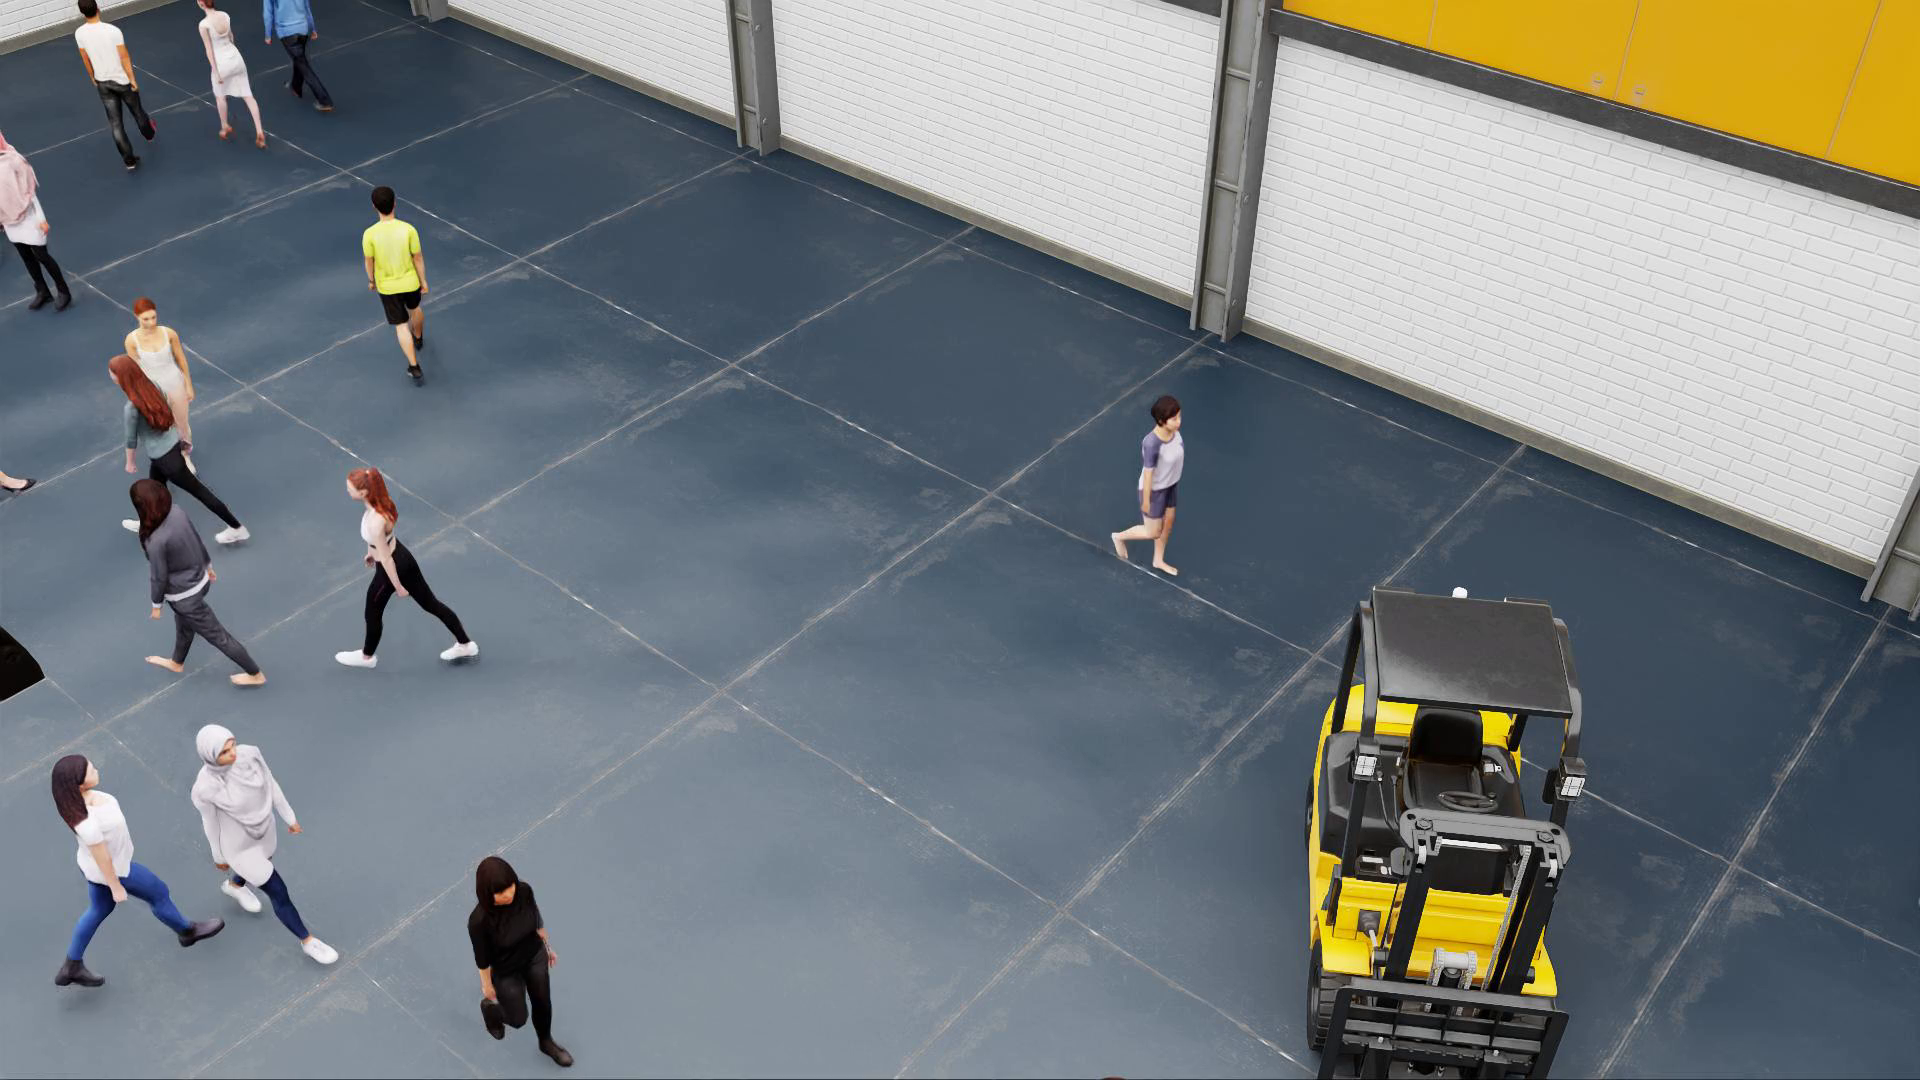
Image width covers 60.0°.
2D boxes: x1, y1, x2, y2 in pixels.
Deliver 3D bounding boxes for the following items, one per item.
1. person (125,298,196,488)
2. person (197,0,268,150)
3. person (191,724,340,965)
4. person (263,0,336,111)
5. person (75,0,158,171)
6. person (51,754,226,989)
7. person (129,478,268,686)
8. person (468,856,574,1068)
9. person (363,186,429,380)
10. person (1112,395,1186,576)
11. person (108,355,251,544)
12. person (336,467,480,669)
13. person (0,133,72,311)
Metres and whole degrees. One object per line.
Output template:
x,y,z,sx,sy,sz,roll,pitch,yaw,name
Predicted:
-6.329,-1.232,13.213,0.655,1.624,0.683,-21,43,-24,person
-7.775,-5.032,17.853,0.893,1.771,0.648,24,44,27,person
-4.106,1.676,9.481,1.220,1.737,0.830,16,41,19,person
-7.428,-5.674,18.656,1.179,1.770,0.748,23,44,26,person
-8.954,-4.791,17.559,1.099,1.761,1.212,-5,39,-7,person
-4.845,1.892,9.287,0.790,1.641,1.116,-29,47,-31,person
-5.099,0.337,11.170,1.157,1.721,1.052,0,39,0,person
-2.417,2.223,8.881,0.776,1.629,0.580,25,45,28,person
-4.844,-2.189,14.373,0.921,1.671,1.176,-16,41,-20,person
1.408,-0.423,12.257,0.767,1.552,0.588,24,44,27,person
-5.810,-0.595,12.368,1.205,1.681,1.085,1,39,1,person
-3.761,0.214,11.350,1.194,1.688,1.144,-3,39,-4,person
-8.585,-2.967,15.239,0.705,1.806,0.806,5,39,7,person
